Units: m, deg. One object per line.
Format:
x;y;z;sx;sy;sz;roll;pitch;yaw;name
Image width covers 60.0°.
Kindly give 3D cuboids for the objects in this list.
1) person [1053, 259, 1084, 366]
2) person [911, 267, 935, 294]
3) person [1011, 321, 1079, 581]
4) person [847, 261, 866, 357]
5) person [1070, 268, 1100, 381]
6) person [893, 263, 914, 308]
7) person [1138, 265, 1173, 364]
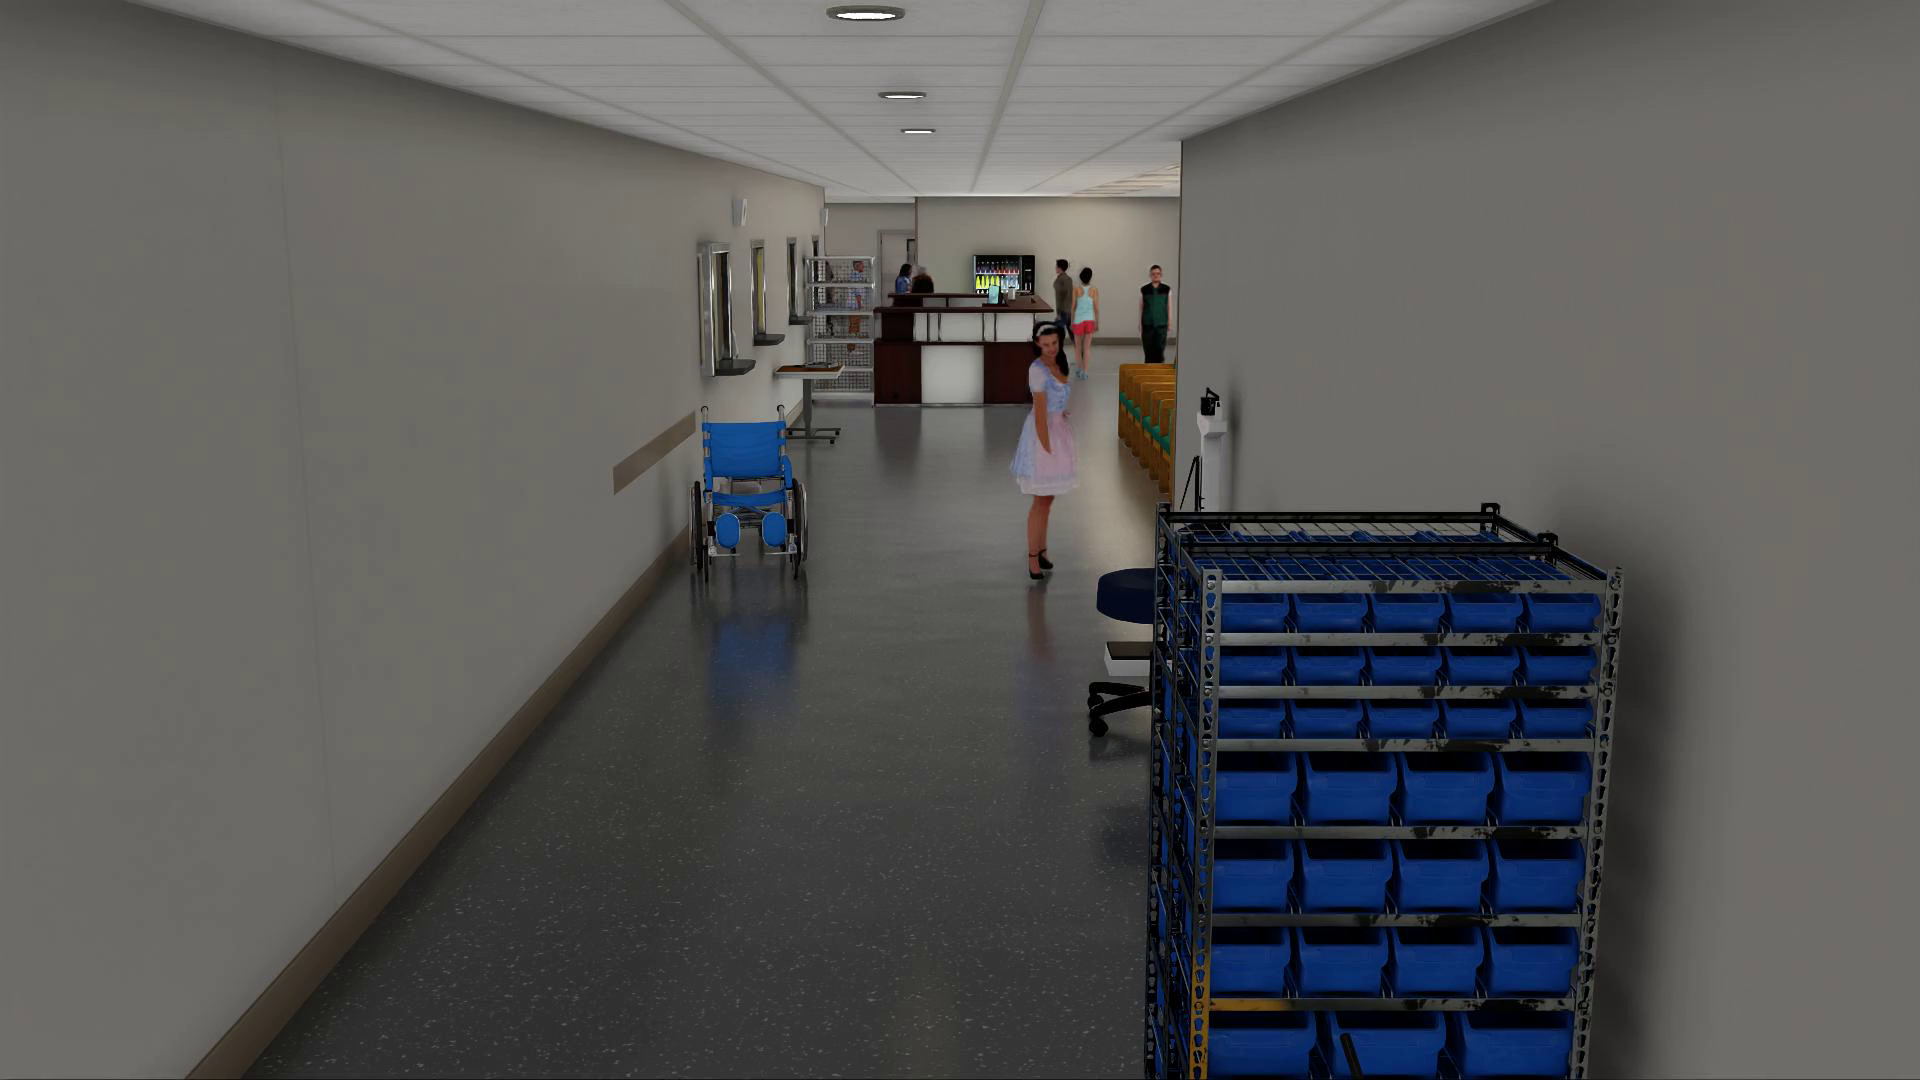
1.884;-3.861;28.534;1.284;1.814;1.175;9;14;40;person
-0.752;-4.500;32.440;0.696;1.612;0.747;4;11;19;person
0.590;-0.622;11.530;0.878;1.790;0.888;3;11;13;person
-1.976;-4.380;31.260;0.638;1.818;0.715;-2;11;-10;person
1.973;-3.415;26.357;0.692;1.749;0.697;1;11;3;person
-1.184;-4.452;32.059;1.280;1.660;1.130;9;14;39;person
2.957;-3.243;25.329;1.115;1.793;0.805;1;11;6;person
